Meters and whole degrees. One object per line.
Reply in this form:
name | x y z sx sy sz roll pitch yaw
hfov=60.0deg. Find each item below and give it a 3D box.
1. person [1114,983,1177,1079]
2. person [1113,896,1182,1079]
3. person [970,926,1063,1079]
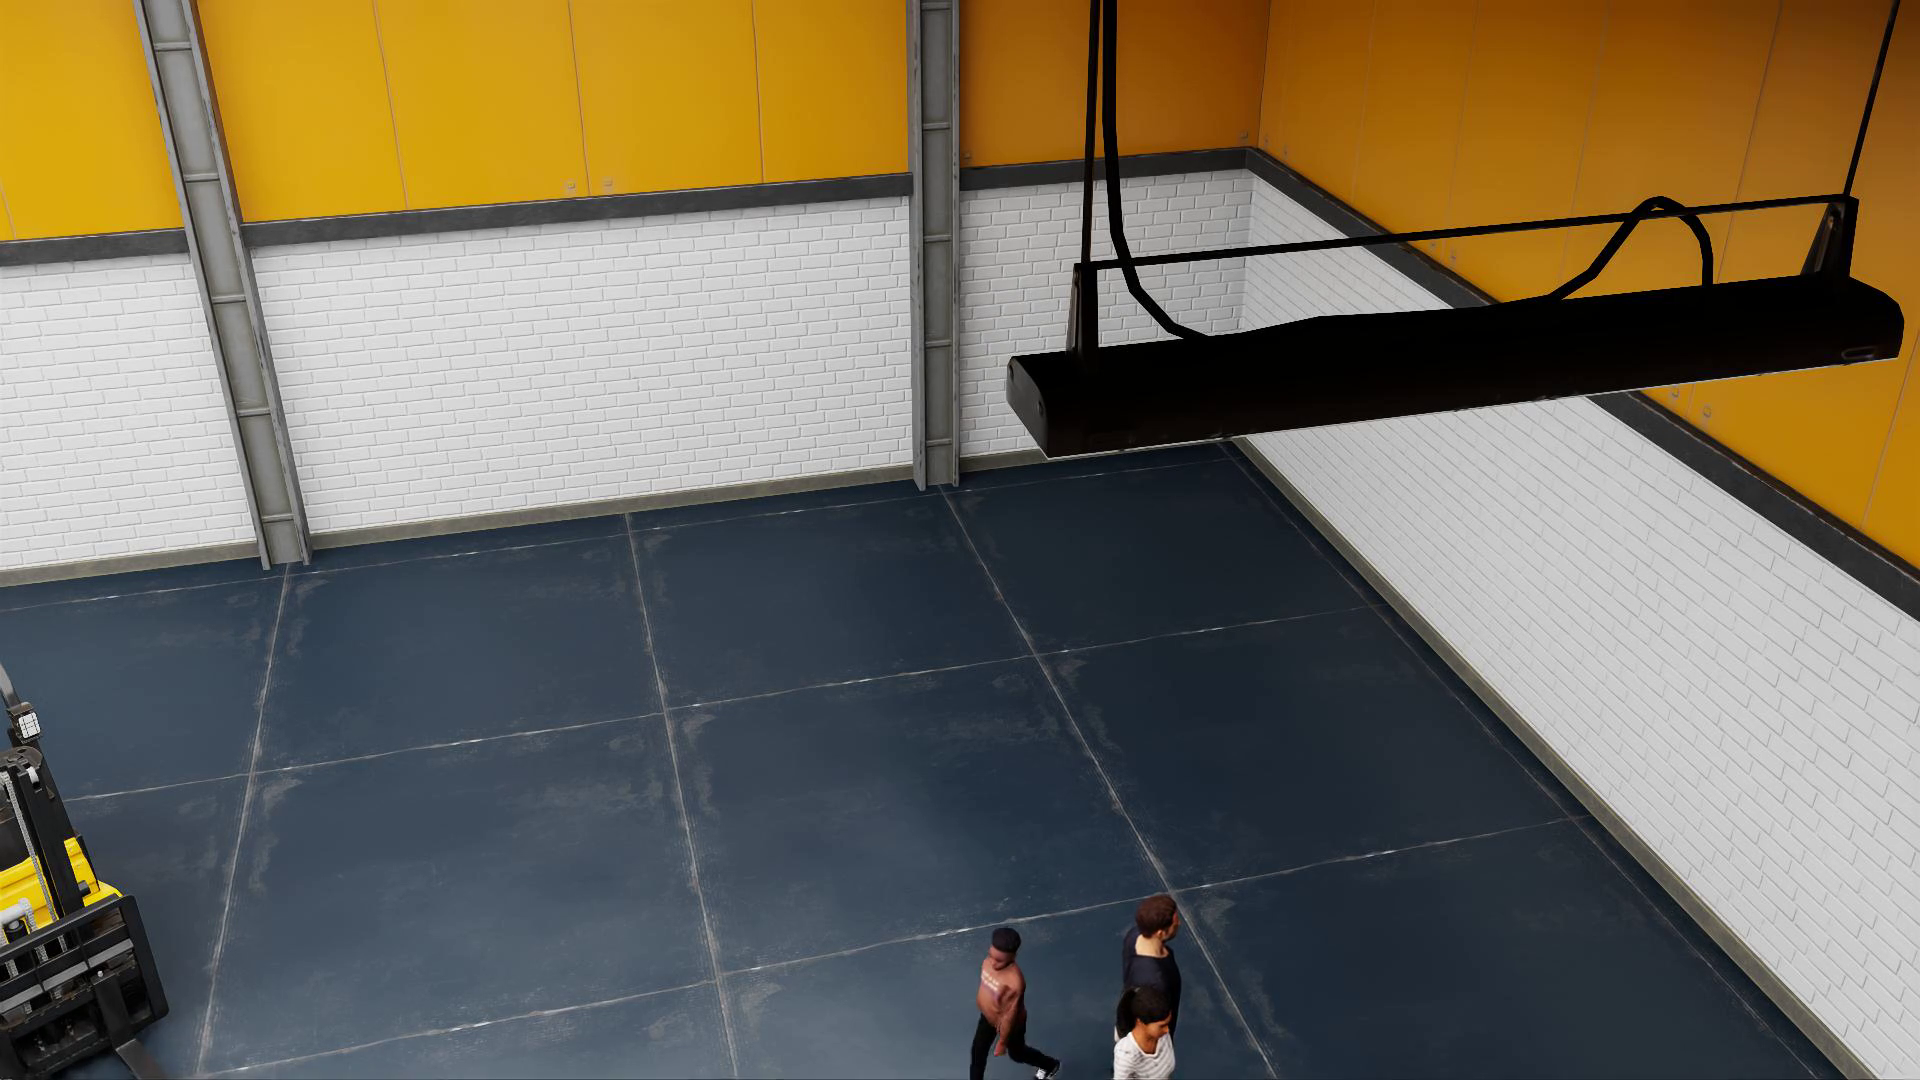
person | 0.881 2.855 8.286 0.710 1.642 0.626 20 35 32
person | 0.934 2.573 8.581 0.546 1.854 0.634 -6 29 -10
person | 0.303 2.616 9.148 0.943 1.235 0.671 -16 32 -27
